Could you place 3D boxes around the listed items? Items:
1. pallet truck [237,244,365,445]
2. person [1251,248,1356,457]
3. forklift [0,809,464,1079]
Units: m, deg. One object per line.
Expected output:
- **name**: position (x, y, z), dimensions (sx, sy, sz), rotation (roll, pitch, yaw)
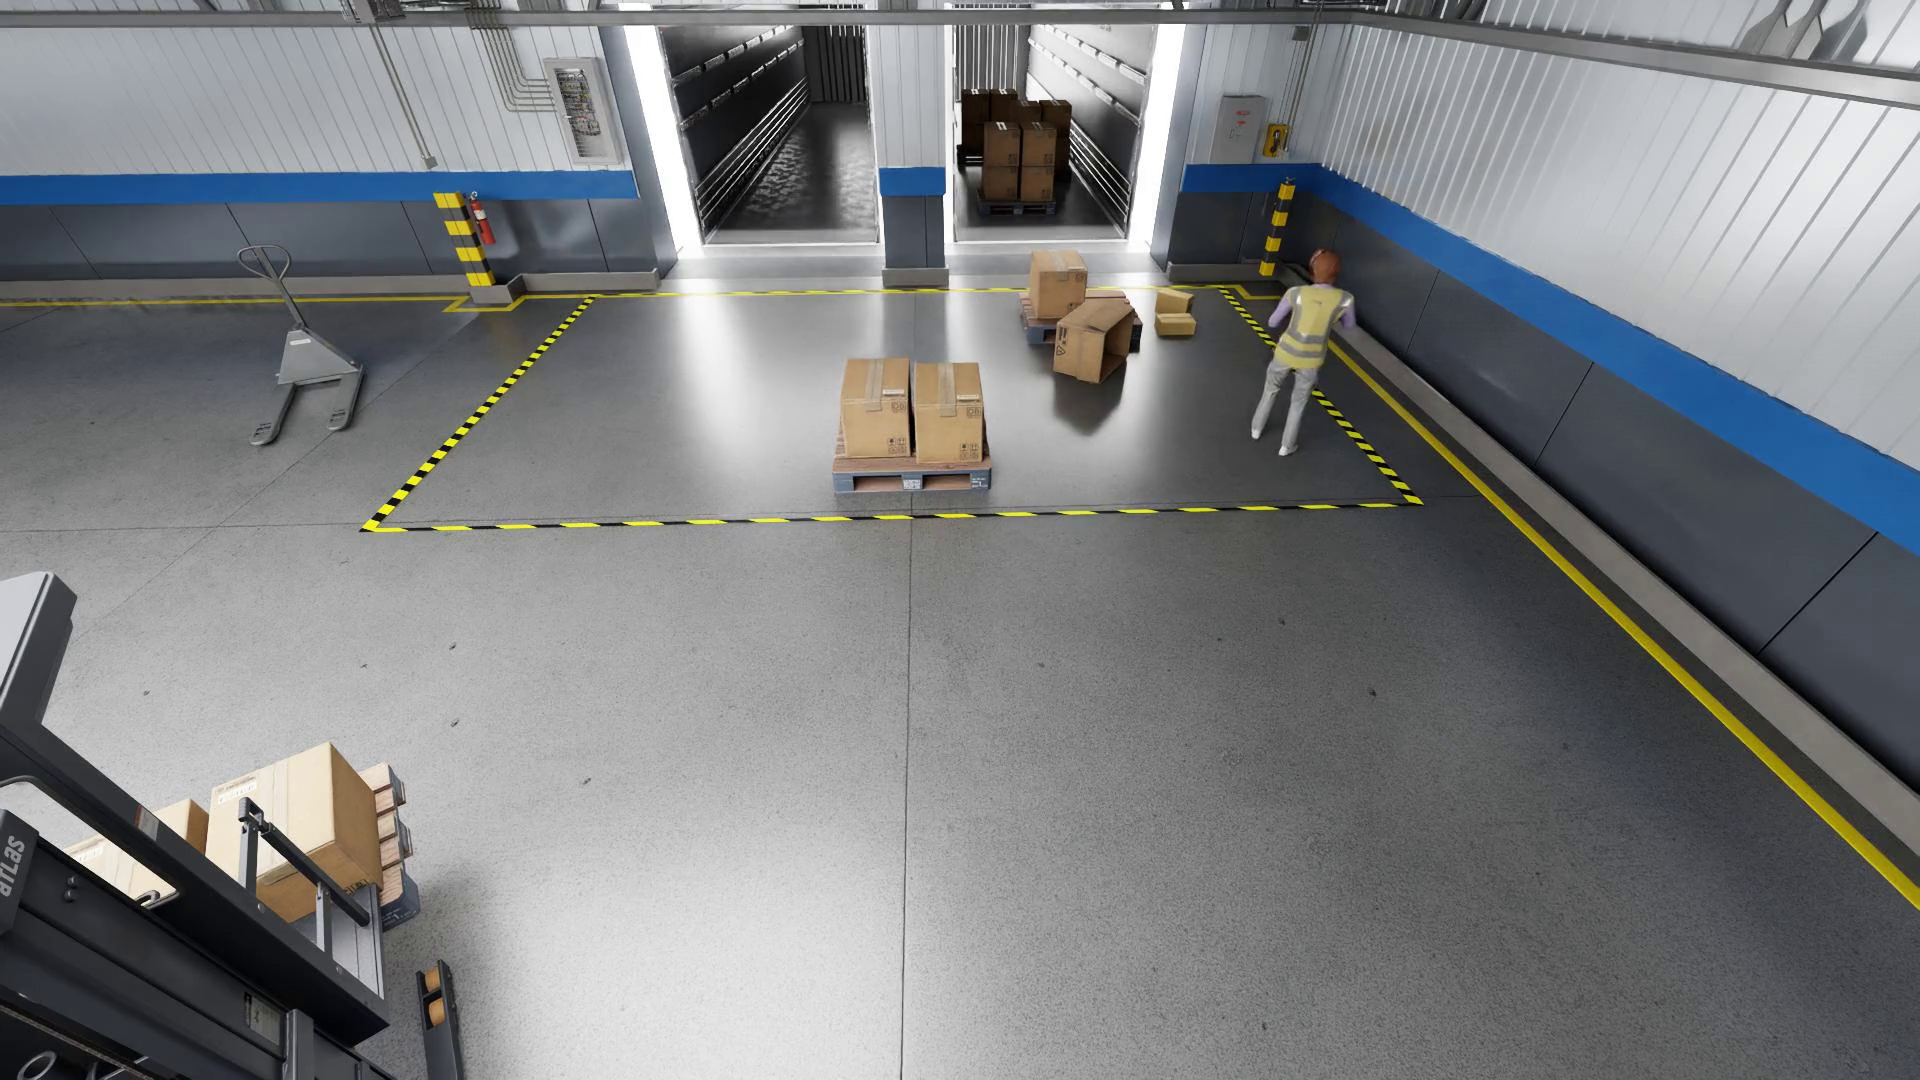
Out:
- **pallet truck**: position (-5.915, -1.733, 6.366), dimensions (0.680, 1.201, 1.601), rotation (-18, 42, -21)
- **person**: position (2.698, -1.492, 5.779), dimensions (0.609, 1.601, 0.647), rotation (15, 41, 18)
- **forklift**: position (-1.870, 1.524, 1.616), dimensions (0.716, 2.013, 0.776), rotation (-24, 44, -27)
